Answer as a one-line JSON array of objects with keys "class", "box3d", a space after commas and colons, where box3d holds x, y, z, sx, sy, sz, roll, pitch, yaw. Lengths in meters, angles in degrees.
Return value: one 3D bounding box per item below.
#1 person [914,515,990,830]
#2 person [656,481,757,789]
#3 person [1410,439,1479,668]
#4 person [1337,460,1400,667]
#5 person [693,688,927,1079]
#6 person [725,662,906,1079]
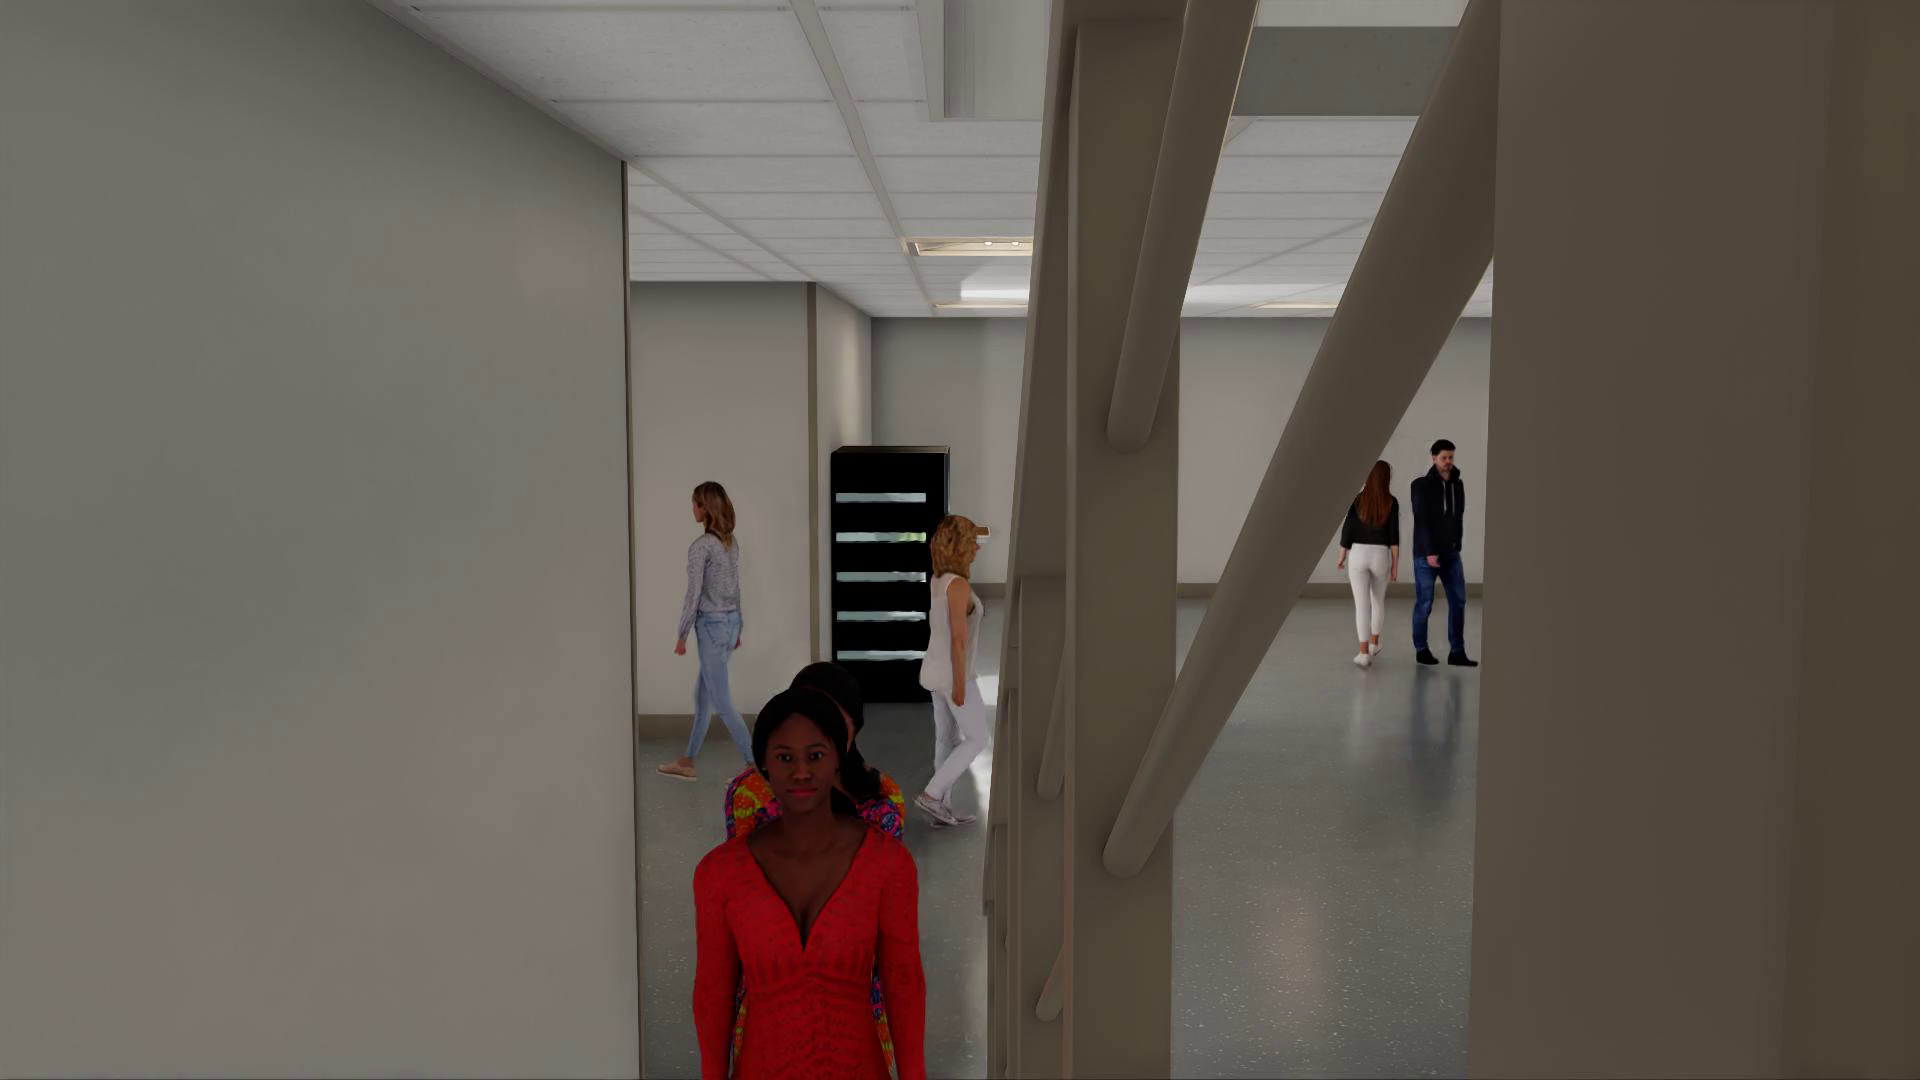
[{"class": "person", "box3d": [-0.128, 0.705, 8.719, 0.763, 1.657, 0.678, -2, 6, -20]}, {"class": "person", "box3d": [-1.341, 0.573, 9.482, 0.940, 1.767, 1.035, 3, 6, 24]}, {"class": "person", "box3d": [3.831, 0.116, 13.576, 0.812, 1.857, 0.946, -2, 6, -18]}, {"class": "person", "box3d": [3.369, 0.204, 13.621, 0.742, 1.673, 1.014, 1, 6, 5]}, {"class": "person", "box3d": [-0.287, 1.178, 3.436, 0.653, 1.775, 0.850, 0, 6, -4]}, {"class": "person", "box3d": [-0.392, 1.133, 4.438, 0.660, 1.649, 0.989, 0, 6, -5]}]
